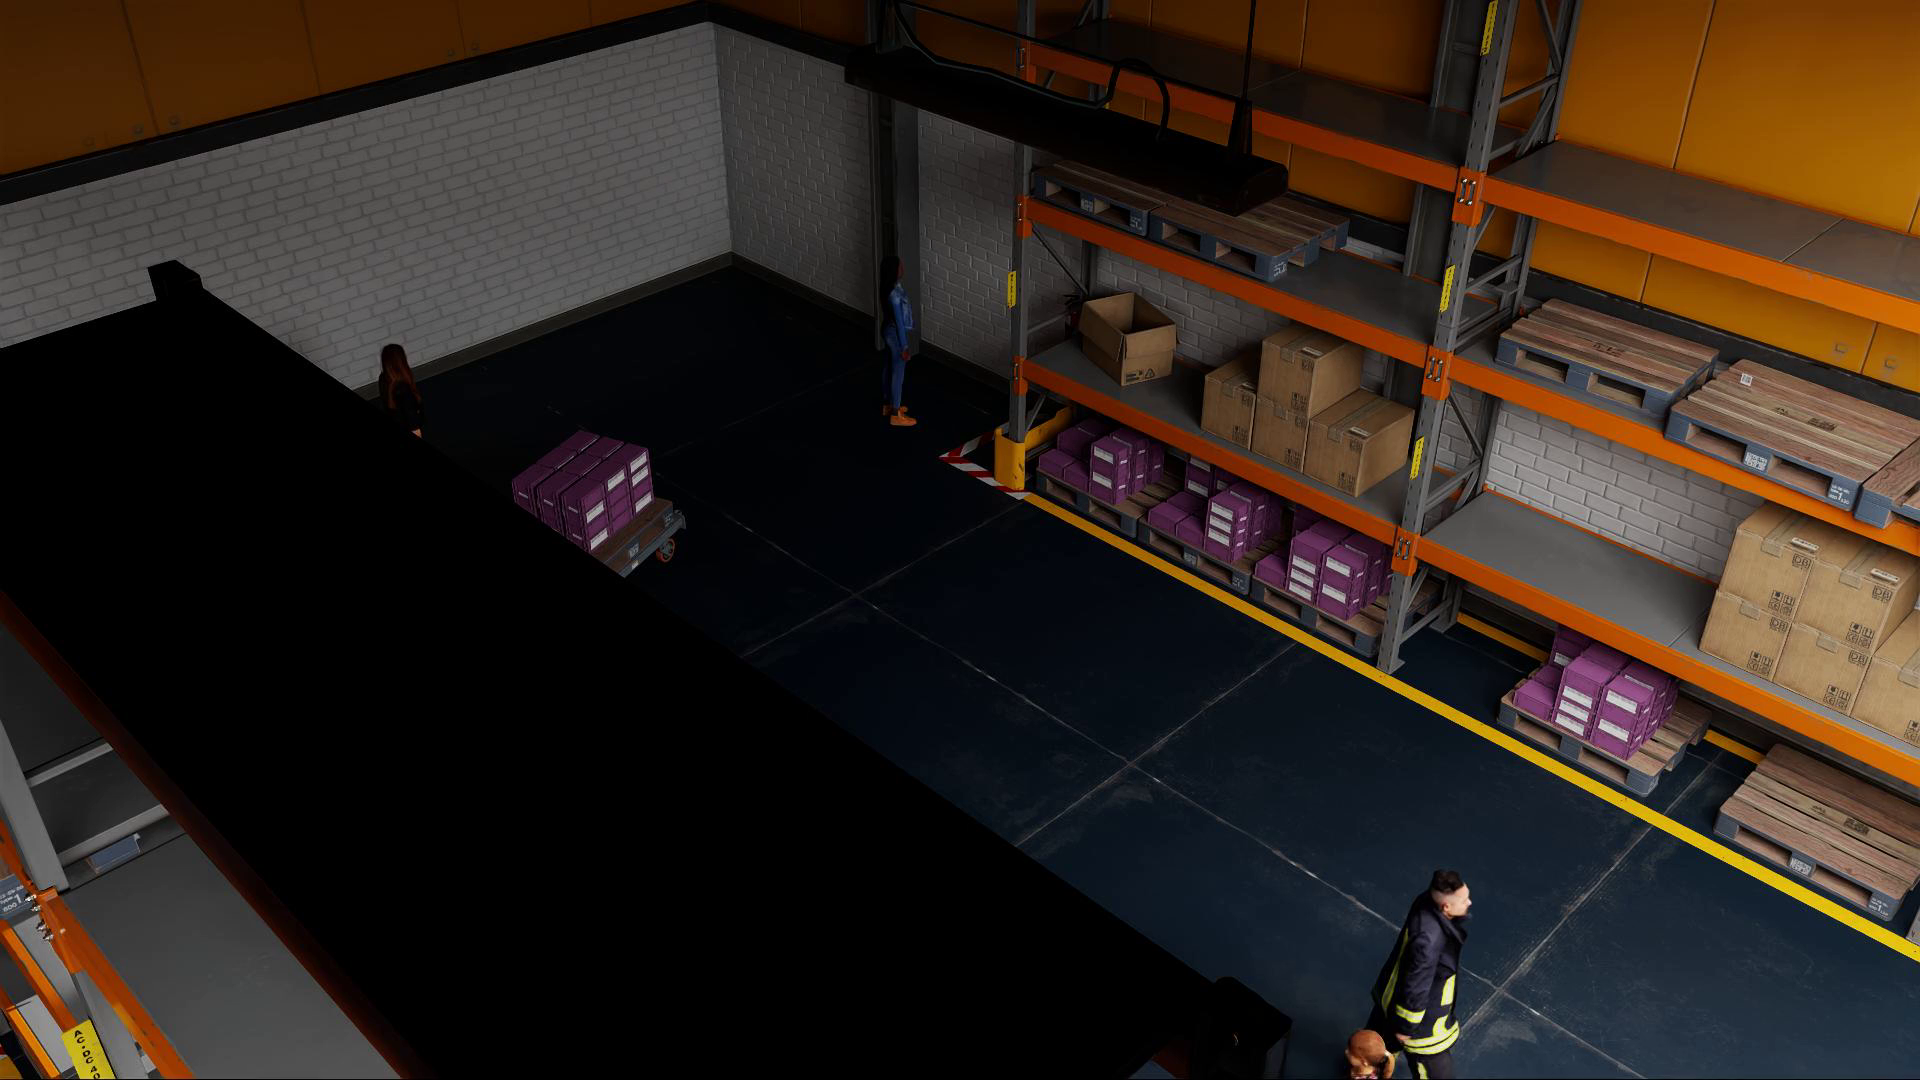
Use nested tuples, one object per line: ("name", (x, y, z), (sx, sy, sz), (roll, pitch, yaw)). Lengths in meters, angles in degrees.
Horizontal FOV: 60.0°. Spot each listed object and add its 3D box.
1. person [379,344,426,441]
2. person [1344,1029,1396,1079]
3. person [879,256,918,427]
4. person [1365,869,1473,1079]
("person", (-4.814, -0.916, 14.431), (0.679, 1.710, 0.478), (-26, 42, -33))
("person", (2.166, 3.099, 8.783), (0.966, 1.275, 0.893), (1, 34, 1))
("person", (-0.630, -1.922, 15.942), (0.732, 1.713, 0.606), (-10, 35, -15))
("person", (2.449, 2.478, 9.207), (1.129, 1.840, 1.017), (10, 35, 14))
